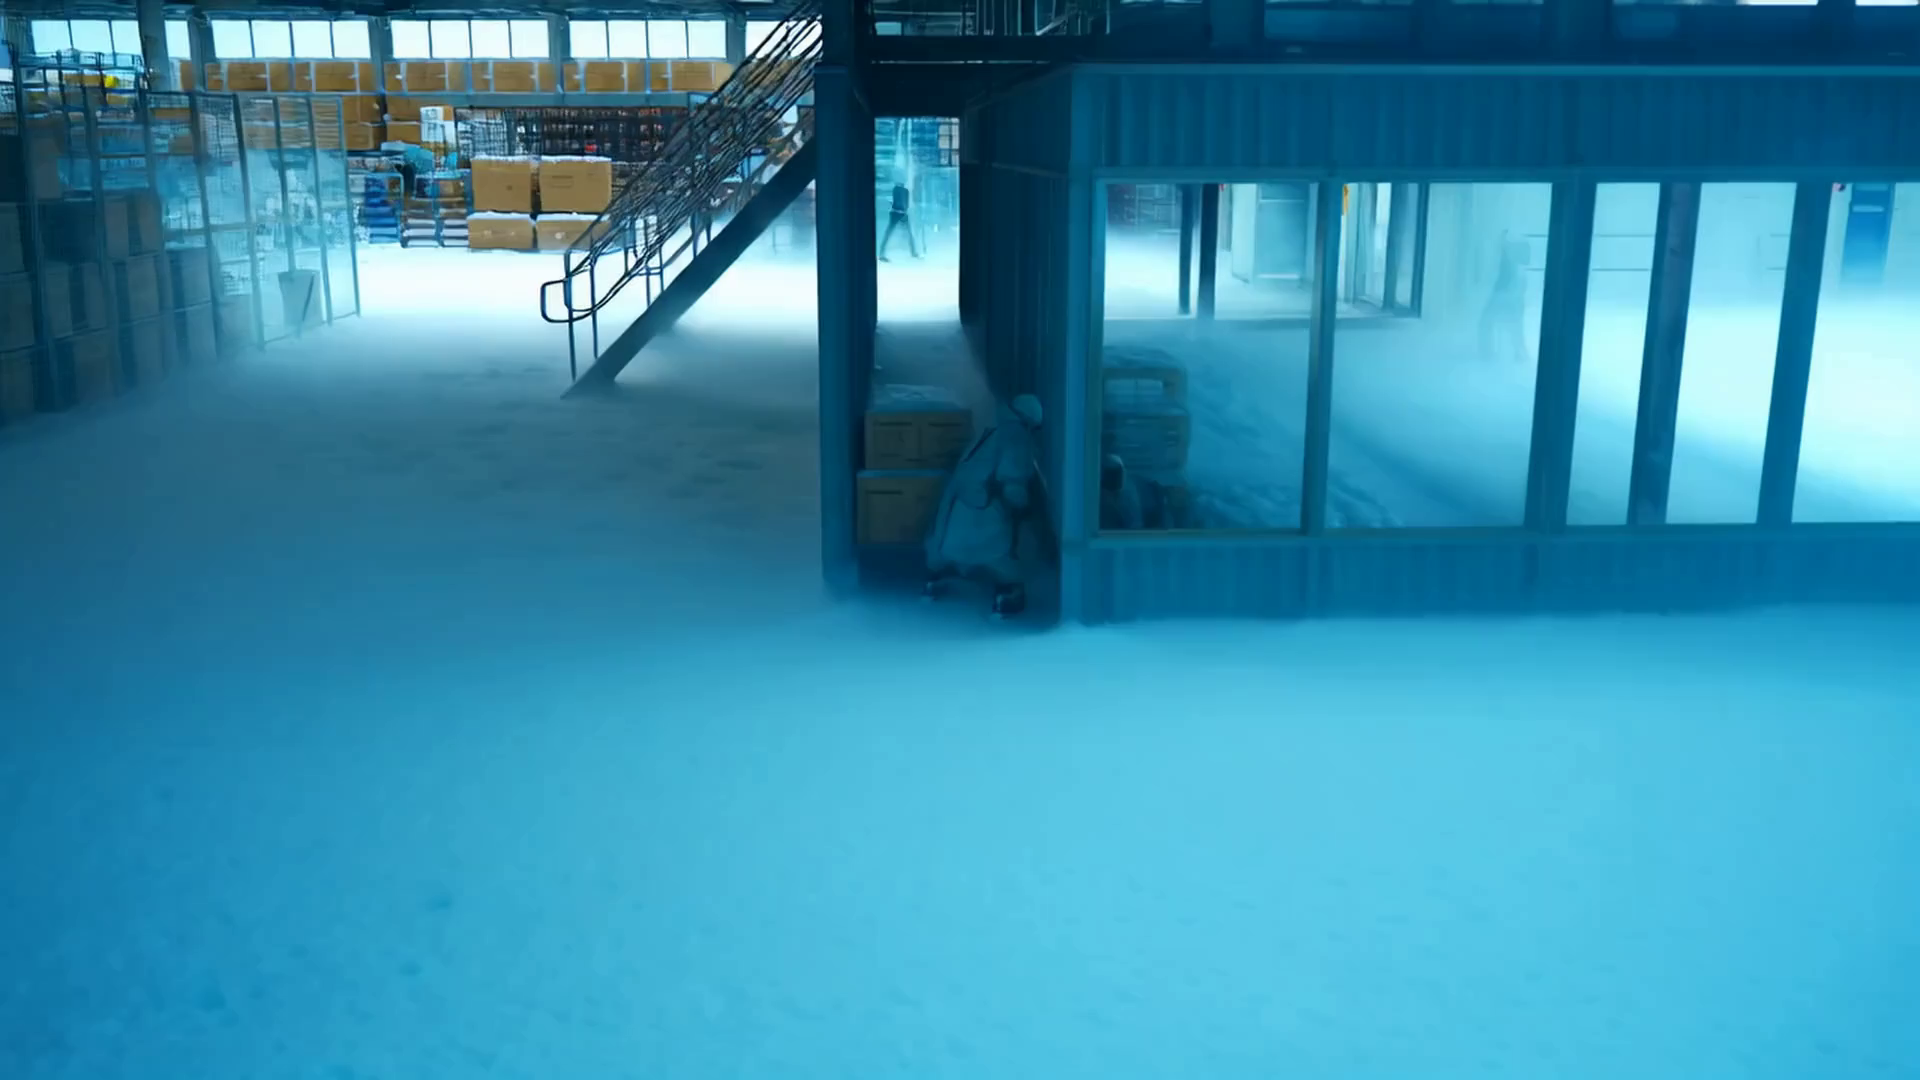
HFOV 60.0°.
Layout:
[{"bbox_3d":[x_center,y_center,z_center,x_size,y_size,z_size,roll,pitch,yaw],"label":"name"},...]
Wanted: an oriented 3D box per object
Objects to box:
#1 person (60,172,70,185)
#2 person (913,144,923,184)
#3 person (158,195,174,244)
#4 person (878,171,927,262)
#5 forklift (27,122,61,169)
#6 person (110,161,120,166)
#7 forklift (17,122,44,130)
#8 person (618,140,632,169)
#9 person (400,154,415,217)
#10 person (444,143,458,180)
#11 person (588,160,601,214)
[{"bbox_3d":[-20.491,-7.640,37.573,0.689,2.000,0.539,-1,14,-5],"label":"person"},{"bbox_3d":[-1.985,-17.392,76.998,0.423,1.813,0.612,-11,18,-38],"label":"person"},{"bbox_3d":[-10.830,-3.756,22.481,0.645,1.824,0.455,11,18,38],"label":"person"},{"bbox_3d":[-1.207,-6.504,33.483,1.001,1.828,0.595,2,14,9],"label":"person"},{"bbox_3d":[-35.376,-14.773,64.377,1.129,2.768,1.873,-1,14,-2],"label":"forklift"},{"bbox_3d":[-35.285,-15.437,69.638,0.513,1.594,0.773,8,16,28],"label":"person"},{"bbox_3d":[-38.459,-15.959,69.119,1.129,2.768,1.873,-1,14,-3],"label":"forklift"},{"bbox_3d":[-16.003,-18.097,79.487,0.635,1.980,0.617,-2,14,-8],"label":"person"},{"bbox_3d":[-16.393,-10.490,49.309,0.518,1.870,0.323,7,15,24],"label":"person"},{"bbox_3d":[-24.323,-18.024,79.474,0.651,1.857,0.994,-6,15,-22],"label":"person"},{"bbox_3d":[-10.139,-9.653,46.176,0.312,1.768,0.530,-5,15,-19],"label":"person"}]
